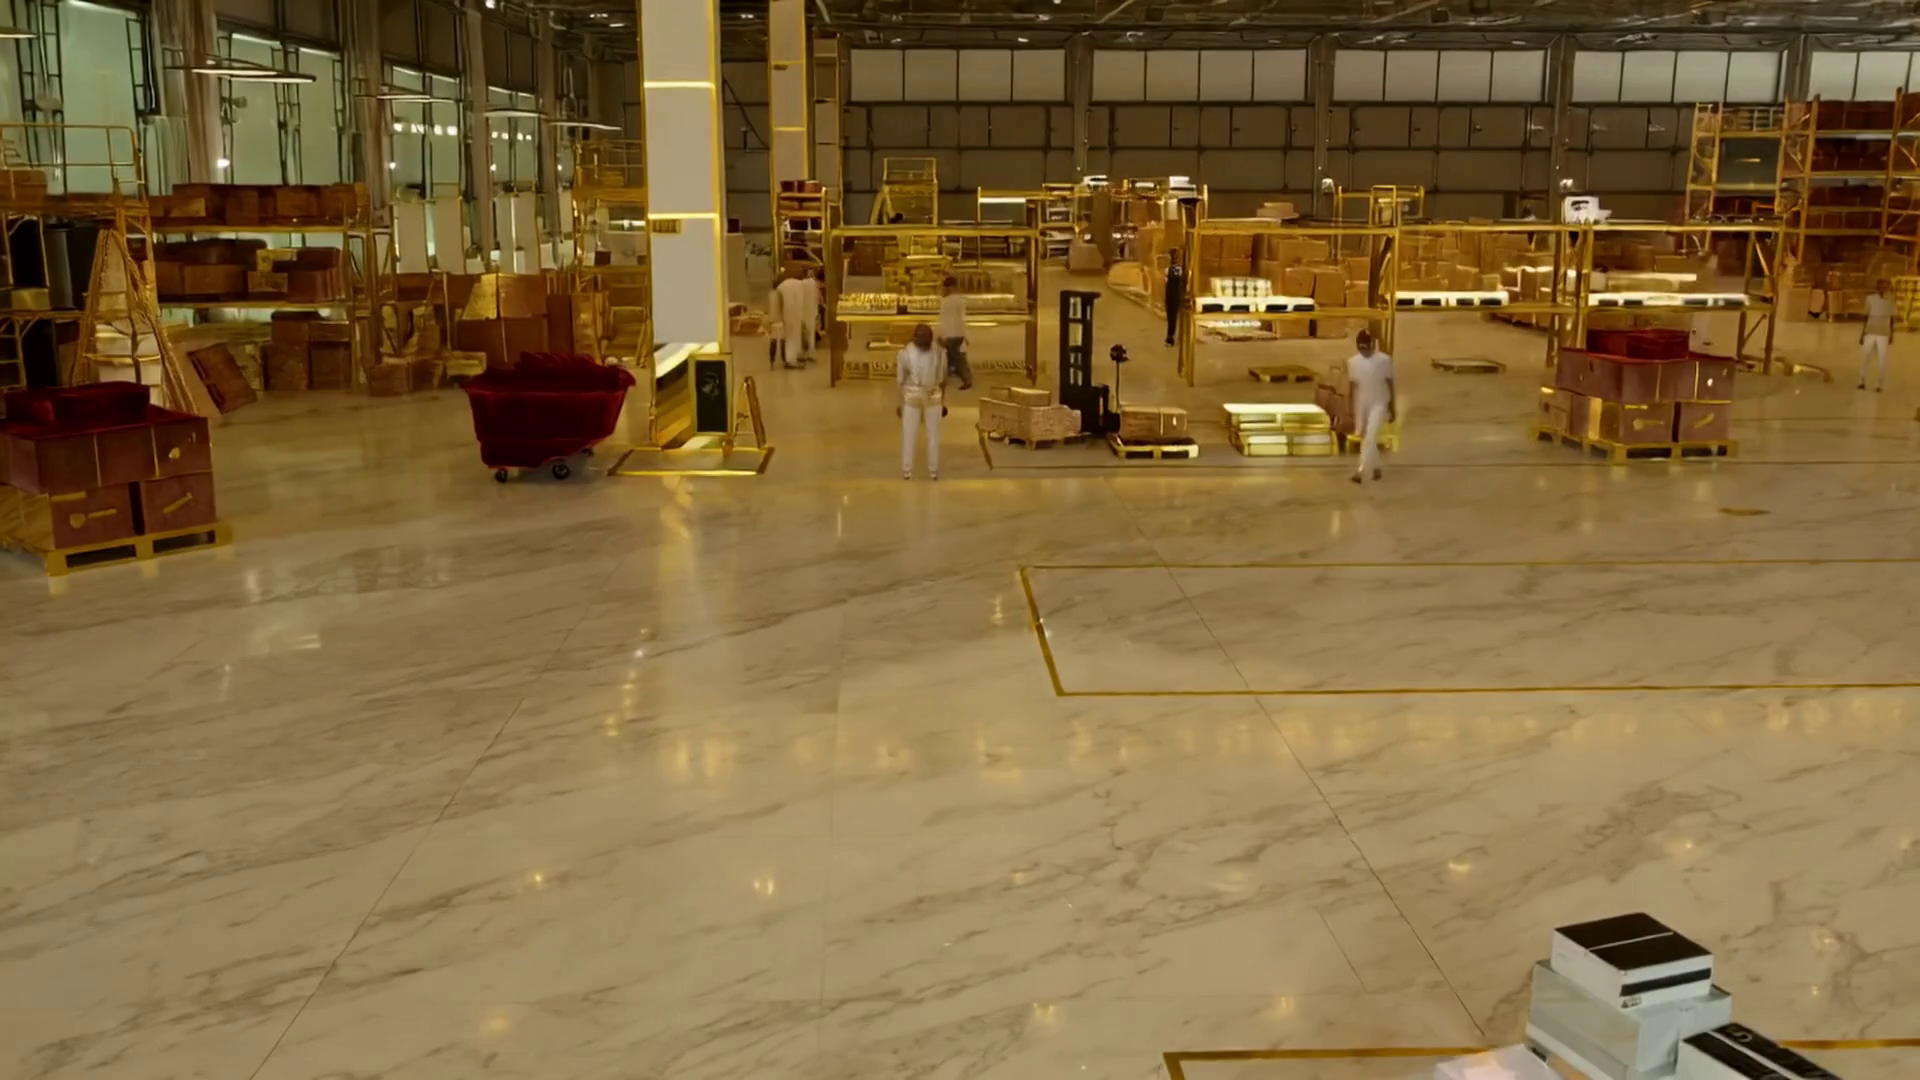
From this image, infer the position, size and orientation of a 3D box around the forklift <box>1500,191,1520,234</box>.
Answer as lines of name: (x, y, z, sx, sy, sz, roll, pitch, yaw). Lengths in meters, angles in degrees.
forklift: (20.751, -11.779, 62.905, 1.873, 2.768, 1.129, 0, 12, -2)

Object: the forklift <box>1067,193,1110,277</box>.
forklift: (4.689, -10.424, 56.787, 1.873, 2.768, 1.129, -2, 13, -8)

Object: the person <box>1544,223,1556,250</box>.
person: (18.887, -9.103, 52.974, 0.549, 1.934, 0.374, 3, 13, 15)

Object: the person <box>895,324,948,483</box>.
person: (-0.433, -1.575, 19.210, 0.619, 1.839, 0.430, -2, 13, -9)

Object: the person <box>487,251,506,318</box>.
person: (-11.419, -6.264, 40.857, 0.518, 1.633, 0.313, 11, 17, 41)

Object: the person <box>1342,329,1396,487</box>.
person: (4.675, -1.514, 19.053, 0.519, 1.785, 1.034, 8, 15, 32)

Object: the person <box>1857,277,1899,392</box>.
person: (15.018, -3.361, 27.230, 0.334, 1.860, 0.509, -12, 17, -43)

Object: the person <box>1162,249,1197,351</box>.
person: (4.368, -4.805, 33.327, 0.681, 2.000, 0.536, 8, 15, 32)

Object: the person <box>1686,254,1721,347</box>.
person: (15.180, -4.866, 33.925, 0.675, 1.908, 0.635, -3, 13, -12)

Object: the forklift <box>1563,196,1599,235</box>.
forklift: (18.692, -8.991, 50.314, 1.129, 2.768, 1.873, -1, 13, -3)

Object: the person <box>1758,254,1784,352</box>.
person: (16.263, -4.754, 33.328, 0.369, 1.940, 0.631, 4, 13, 16)

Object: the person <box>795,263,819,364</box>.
person: (-2.937, -4.207, 30.987, 0.627, 1.887, 0.433, 1, 13, 3)

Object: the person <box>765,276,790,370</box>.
person: (-3.276, -3.921, 30.125, 0.530, 1.693, 0.321, 8, 15, 32)

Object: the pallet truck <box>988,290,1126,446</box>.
pallet truck: (1.257, -2.299, 22.111, 1.885, 1.965, 0.823, -9, 15, -35)

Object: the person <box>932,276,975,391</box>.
person: (-0.128, -3.389, 27.312, 0.984, 1.878, 0.608, 7, 14, 29)

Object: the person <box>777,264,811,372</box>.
person: (-2.983, -3.978, 29.854, 0.642, 1.925, 0.425, 12, 17, 43)
